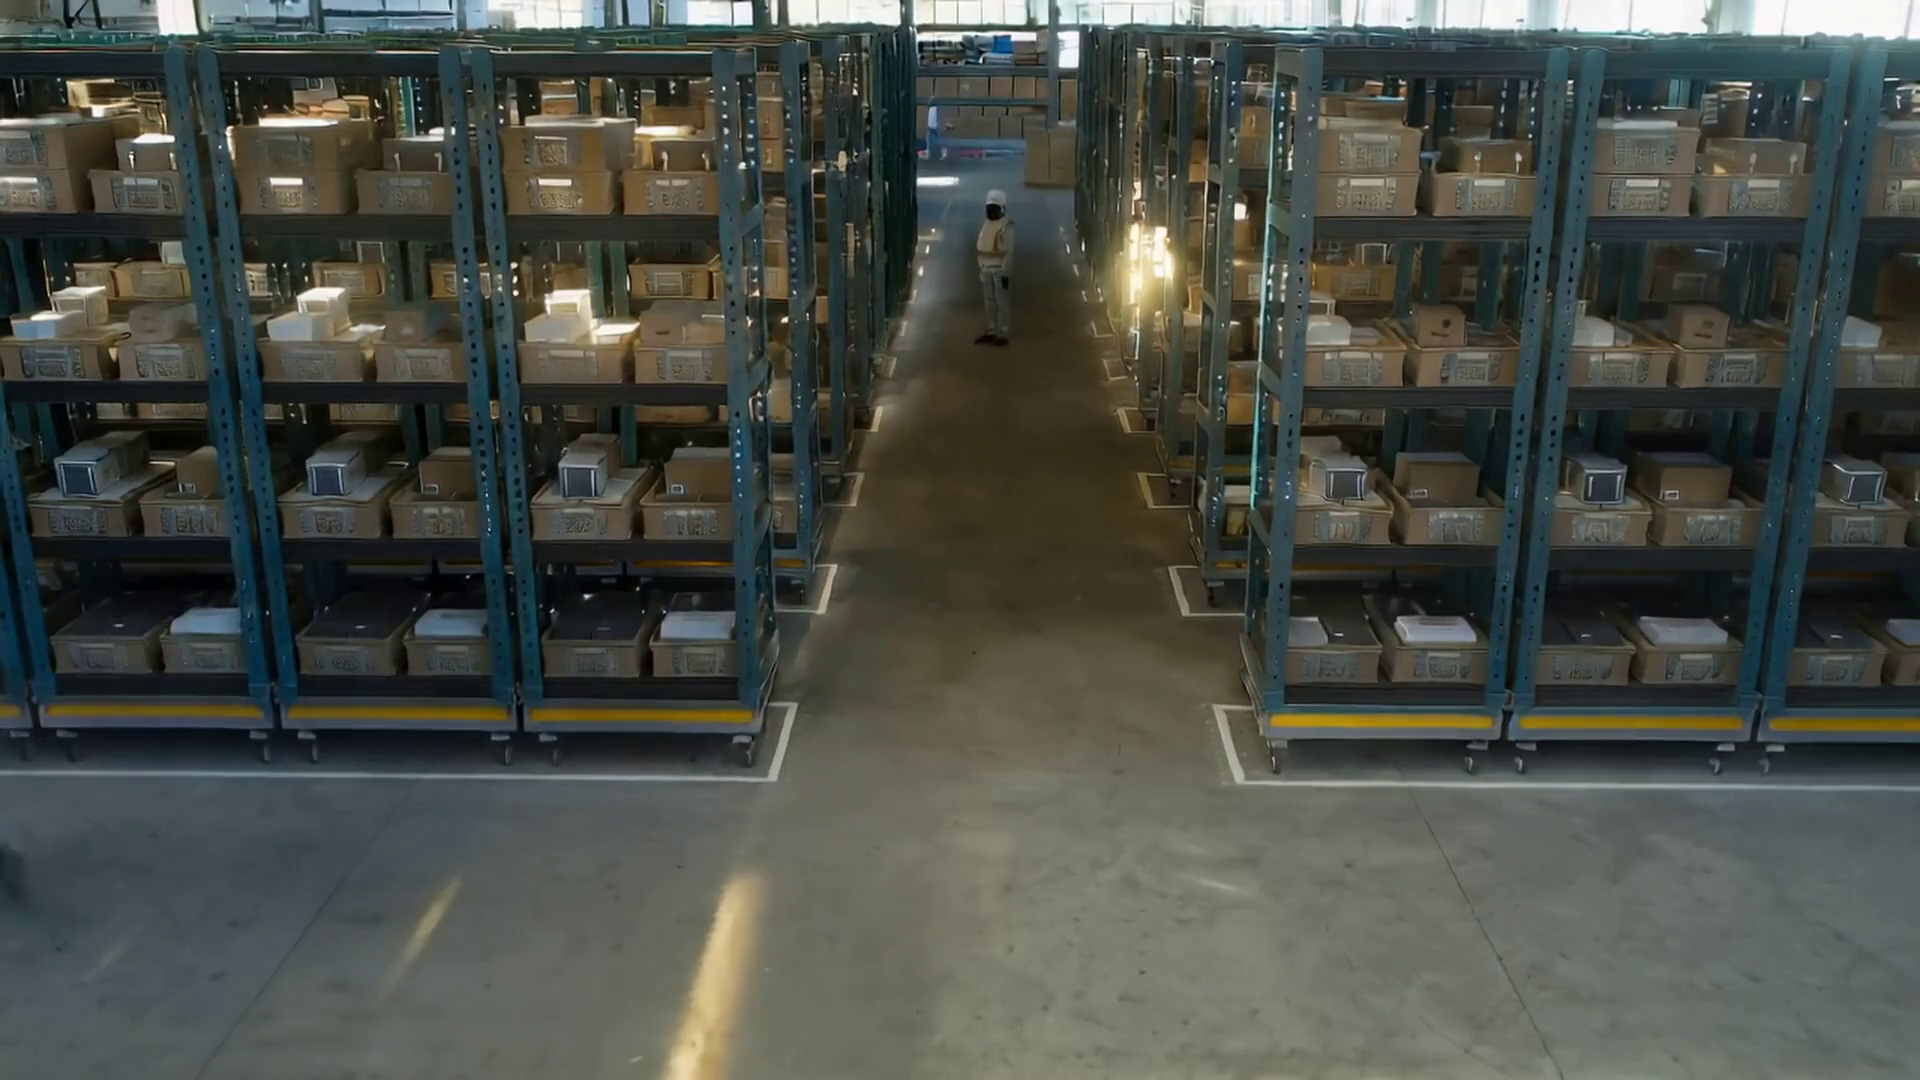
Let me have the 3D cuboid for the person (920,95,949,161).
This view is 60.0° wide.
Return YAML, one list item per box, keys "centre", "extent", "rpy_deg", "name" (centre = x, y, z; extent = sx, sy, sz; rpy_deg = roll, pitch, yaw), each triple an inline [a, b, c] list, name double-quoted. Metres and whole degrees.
- centre: [-0.709, -11.153, 45.033]
  extent: [0.721, 1.744, 0.531]
  rpy_deg: [2, 18, 8]
  name: "person"

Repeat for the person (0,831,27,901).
- centre: [-4.375, 0.767, 6.935]
  extent: [0.628, 1.828, 0.575]
  rpy_deg: [5, 18, 15]
  name: "person"

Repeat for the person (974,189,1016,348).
- centre: [0.401, -3.180, 19.486]
  extent: [0.404, 1.837, 0.595]
  rpy_deg: [-11, 21, -31]
  name: "person"

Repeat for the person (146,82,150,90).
- centre: [-27.040, -14.420, 55.555]
  extent: [0.564, 1.680, 0.375]
  rpy_deg: [-2, 18, -8]
  name: "person"
